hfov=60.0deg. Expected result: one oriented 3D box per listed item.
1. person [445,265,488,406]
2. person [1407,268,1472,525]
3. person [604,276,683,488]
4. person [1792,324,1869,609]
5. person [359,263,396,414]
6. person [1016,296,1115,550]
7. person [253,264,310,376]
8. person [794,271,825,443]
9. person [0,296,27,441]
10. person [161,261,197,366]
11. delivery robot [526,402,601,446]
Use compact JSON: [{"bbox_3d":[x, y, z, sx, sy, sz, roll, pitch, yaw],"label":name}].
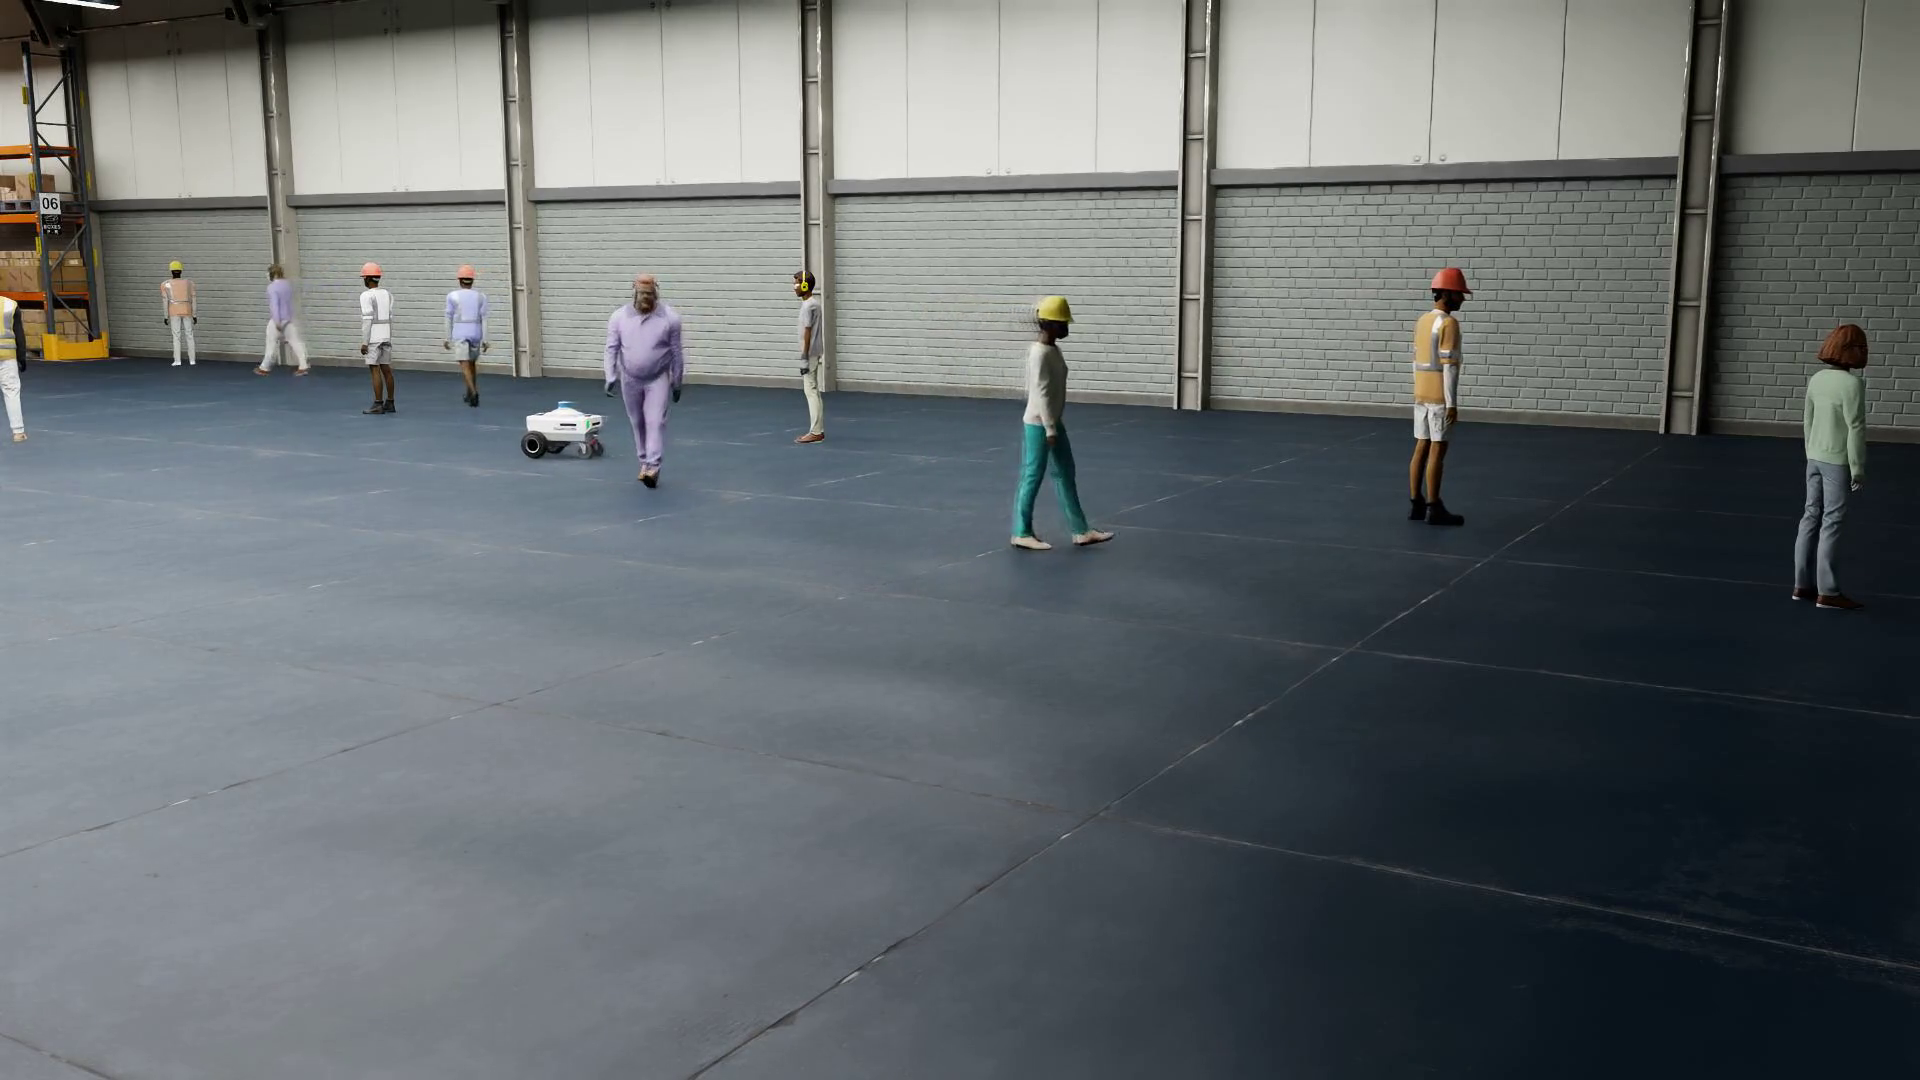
[{"bbox_3d":[-6.669,-2.774,22.584,0.546,1.907,0.917,-6,11,-31],"label":"person"},{"bbox_3d":[3.631,-1.083,12.589,0.376,1.934,0.547,-2,10,-10],"label":"person"},{"bbox_3d":[-2.794,-1.399,14.706,0.652,1.844,1.032,0,10,0],"label":"person"},{"bbox_3d":[5.059,-0.425,9.617,0.279,1.634,0.498,-1,10,-4],"label":"person"},{"bbox_3d":[-7.504,-2.579,21.339,0.356,1.936,0.551,3,10,17],"label":"person"},{"bbox_3d":[0.703,-0.781,11.355,0.711,1.738,0.551,3,10,19],"label":"person"},{"bbox_3d":[-11.475,-3.698,28.069,1.040,1.888,0.631,3,10,15],"label":"person"},{"bbox_3d":[-1.645,-1.988,18.117,0.312,1.863,0.508,0,10,2],"label":"person"},{"bbox_3d":[-10.513,-1.976,18.096,0.634,1.839,0.429,-6,11,-30],"label":"person"},{"bbox_3d":[-14.392,-4.171,30.685,0.587,1.930,0.359,-7,12,-37],"label":"person"},{"bbox_3d":[-3.983,-1.151,16.746,0.707,0.478,0.477,2,10,13],"label":"delivery robot"}]
